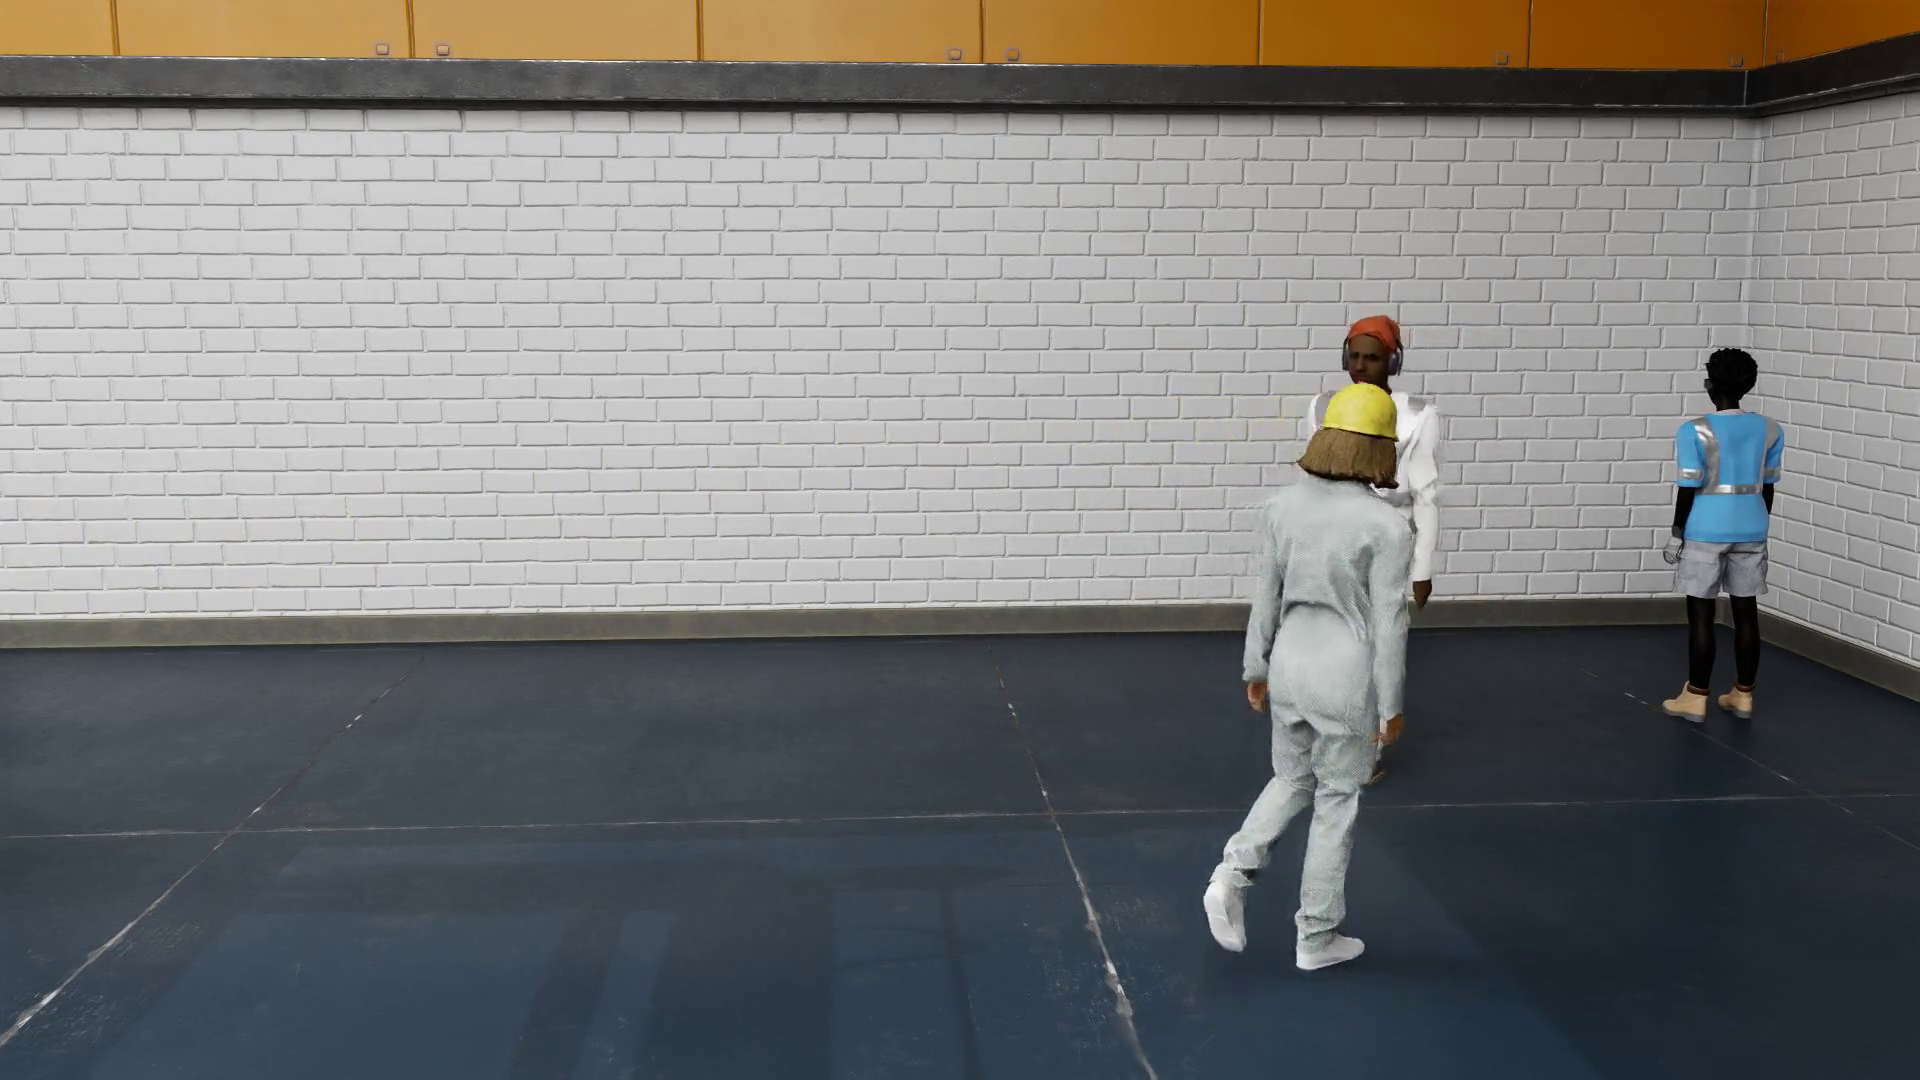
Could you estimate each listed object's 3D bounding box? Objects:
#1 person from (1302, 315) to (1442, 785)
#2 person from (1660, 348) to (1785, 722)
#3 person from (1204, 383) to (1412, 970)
[{"bbox_3d":[1.614,0.052,6.554,0.596,1.870,0.481,8,12,42],"label":"person"},{"bbox_3d":[3.449,-0.018,7.543,0.529,1.697,0.321,-2,9,-12],"label":"person"},{"bbox_3d":[1.009,0.419,4.724,0.543,1.715,0.518,-8,12,-40],"label":"person"}]
